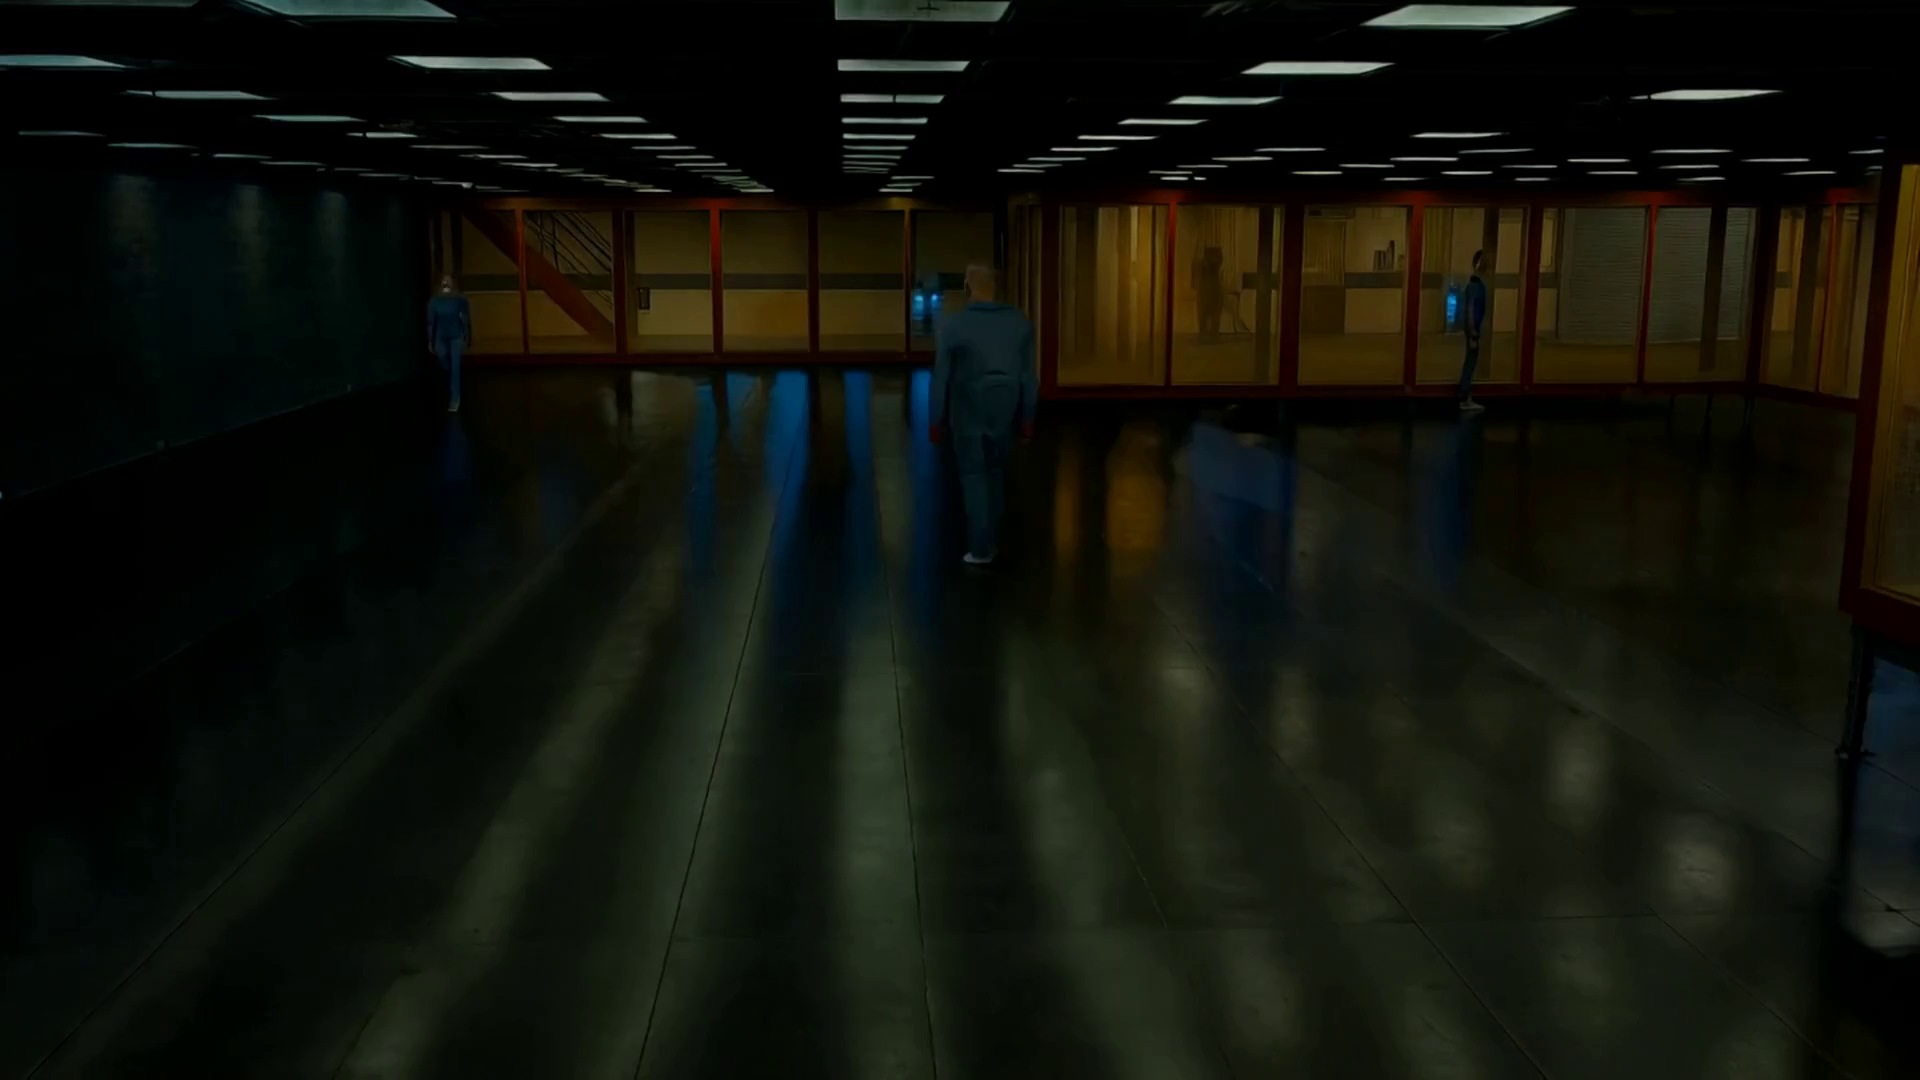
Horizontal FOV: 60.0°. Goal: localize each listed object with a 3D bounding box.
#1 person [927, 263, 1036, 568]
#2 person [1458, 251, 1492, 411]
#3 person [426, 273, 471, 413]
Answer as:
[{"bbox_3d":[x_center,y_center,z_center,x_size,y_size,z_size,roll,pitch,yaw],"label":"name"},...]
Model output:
[{"bbox_3d":[0.104,-0.787,10.459,0.669,1.884,0.658,-4,11,-21],"label":"person"},{"bbox_3d":[6.056,-2.452,19.537,0.329,1.865,0.508,3,11,16],"label":"person"},{"bbox_3d":[-5.936,-2.309,19.417,0.497,1.613,0.691,1,11,3],"label":"person"}]
